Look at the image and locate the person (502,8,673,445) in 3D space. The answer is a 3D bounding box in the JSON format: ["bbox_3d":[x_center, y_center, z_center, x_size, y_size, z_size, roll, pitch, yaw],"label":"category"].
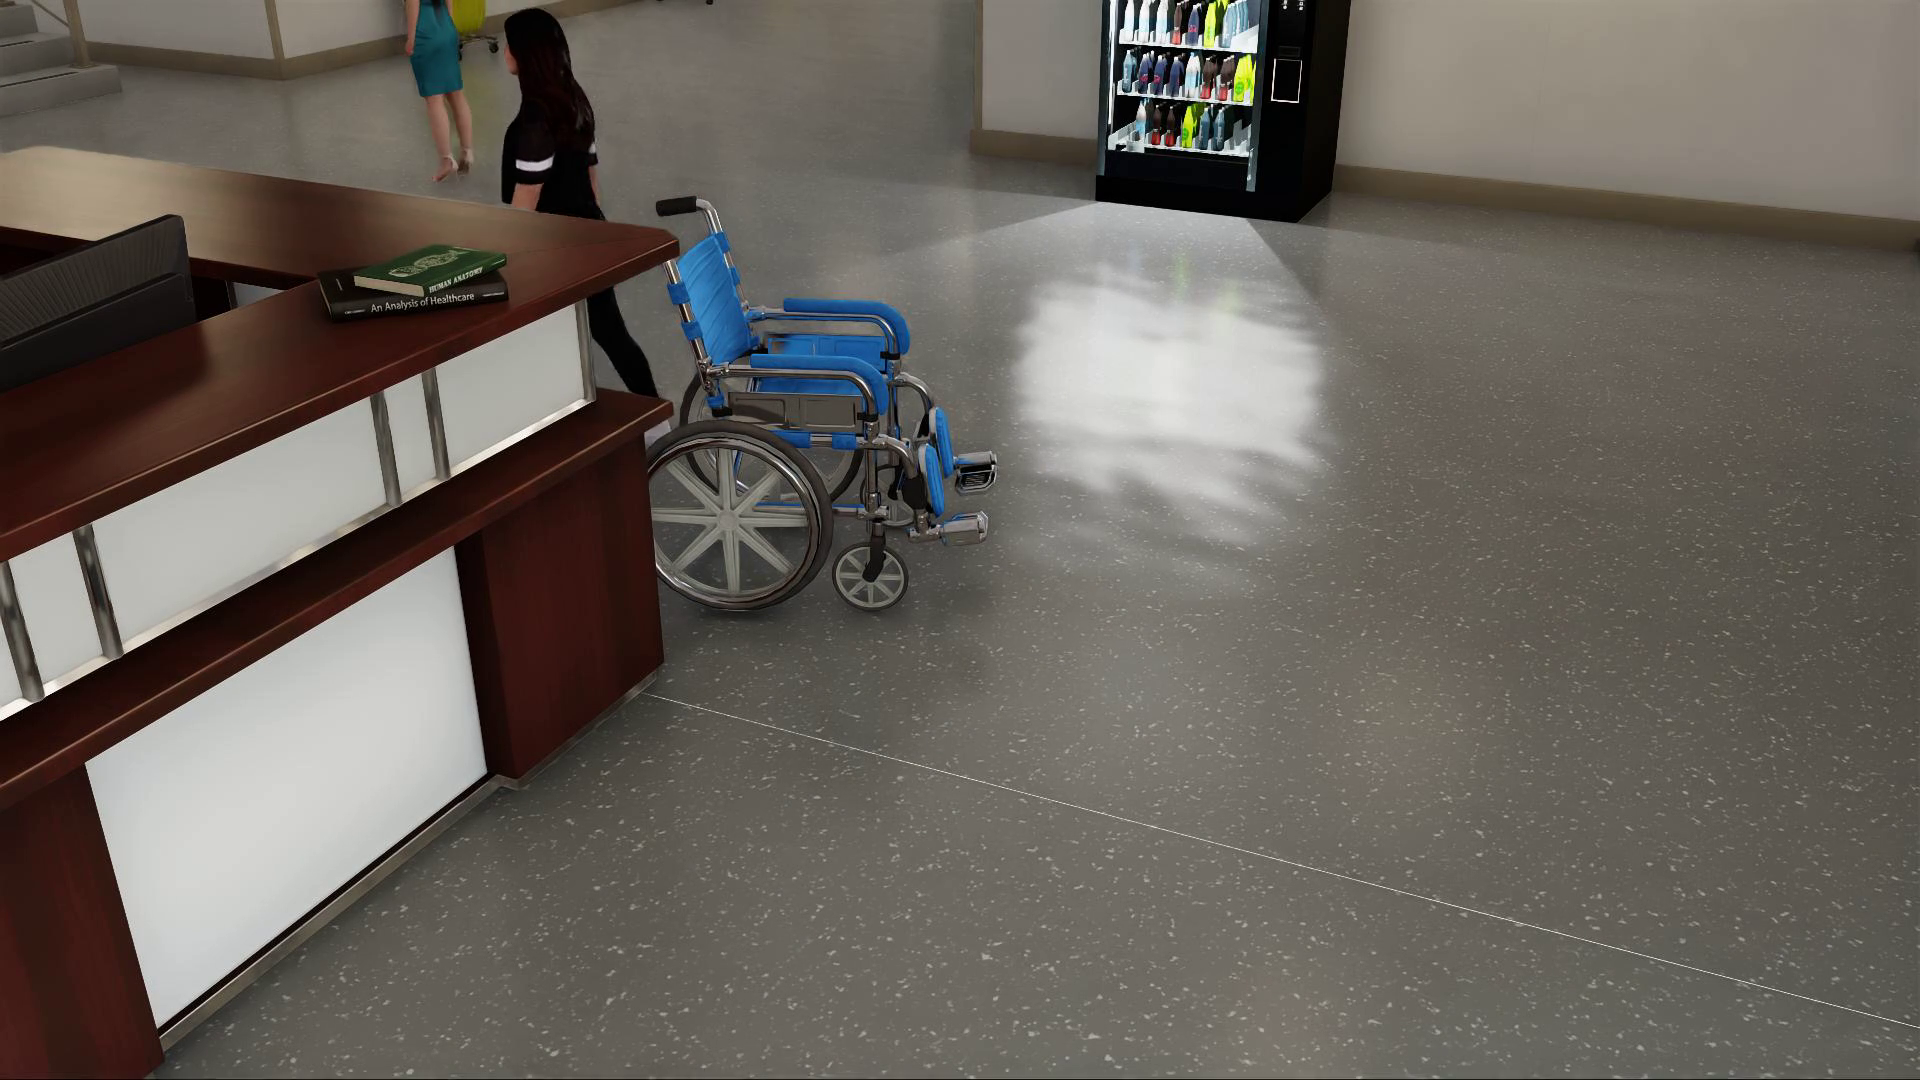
[{"bbox_3d":[-1.344,-1.058,6.043,1.170,1.591,0.869,2,26,4],"label":"person"}]

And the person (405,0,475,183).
[{"bbox_3d":[-3.161,-3.012,9.987,0.471,1.686,0.538,11,28,22],"label":"person"}]
